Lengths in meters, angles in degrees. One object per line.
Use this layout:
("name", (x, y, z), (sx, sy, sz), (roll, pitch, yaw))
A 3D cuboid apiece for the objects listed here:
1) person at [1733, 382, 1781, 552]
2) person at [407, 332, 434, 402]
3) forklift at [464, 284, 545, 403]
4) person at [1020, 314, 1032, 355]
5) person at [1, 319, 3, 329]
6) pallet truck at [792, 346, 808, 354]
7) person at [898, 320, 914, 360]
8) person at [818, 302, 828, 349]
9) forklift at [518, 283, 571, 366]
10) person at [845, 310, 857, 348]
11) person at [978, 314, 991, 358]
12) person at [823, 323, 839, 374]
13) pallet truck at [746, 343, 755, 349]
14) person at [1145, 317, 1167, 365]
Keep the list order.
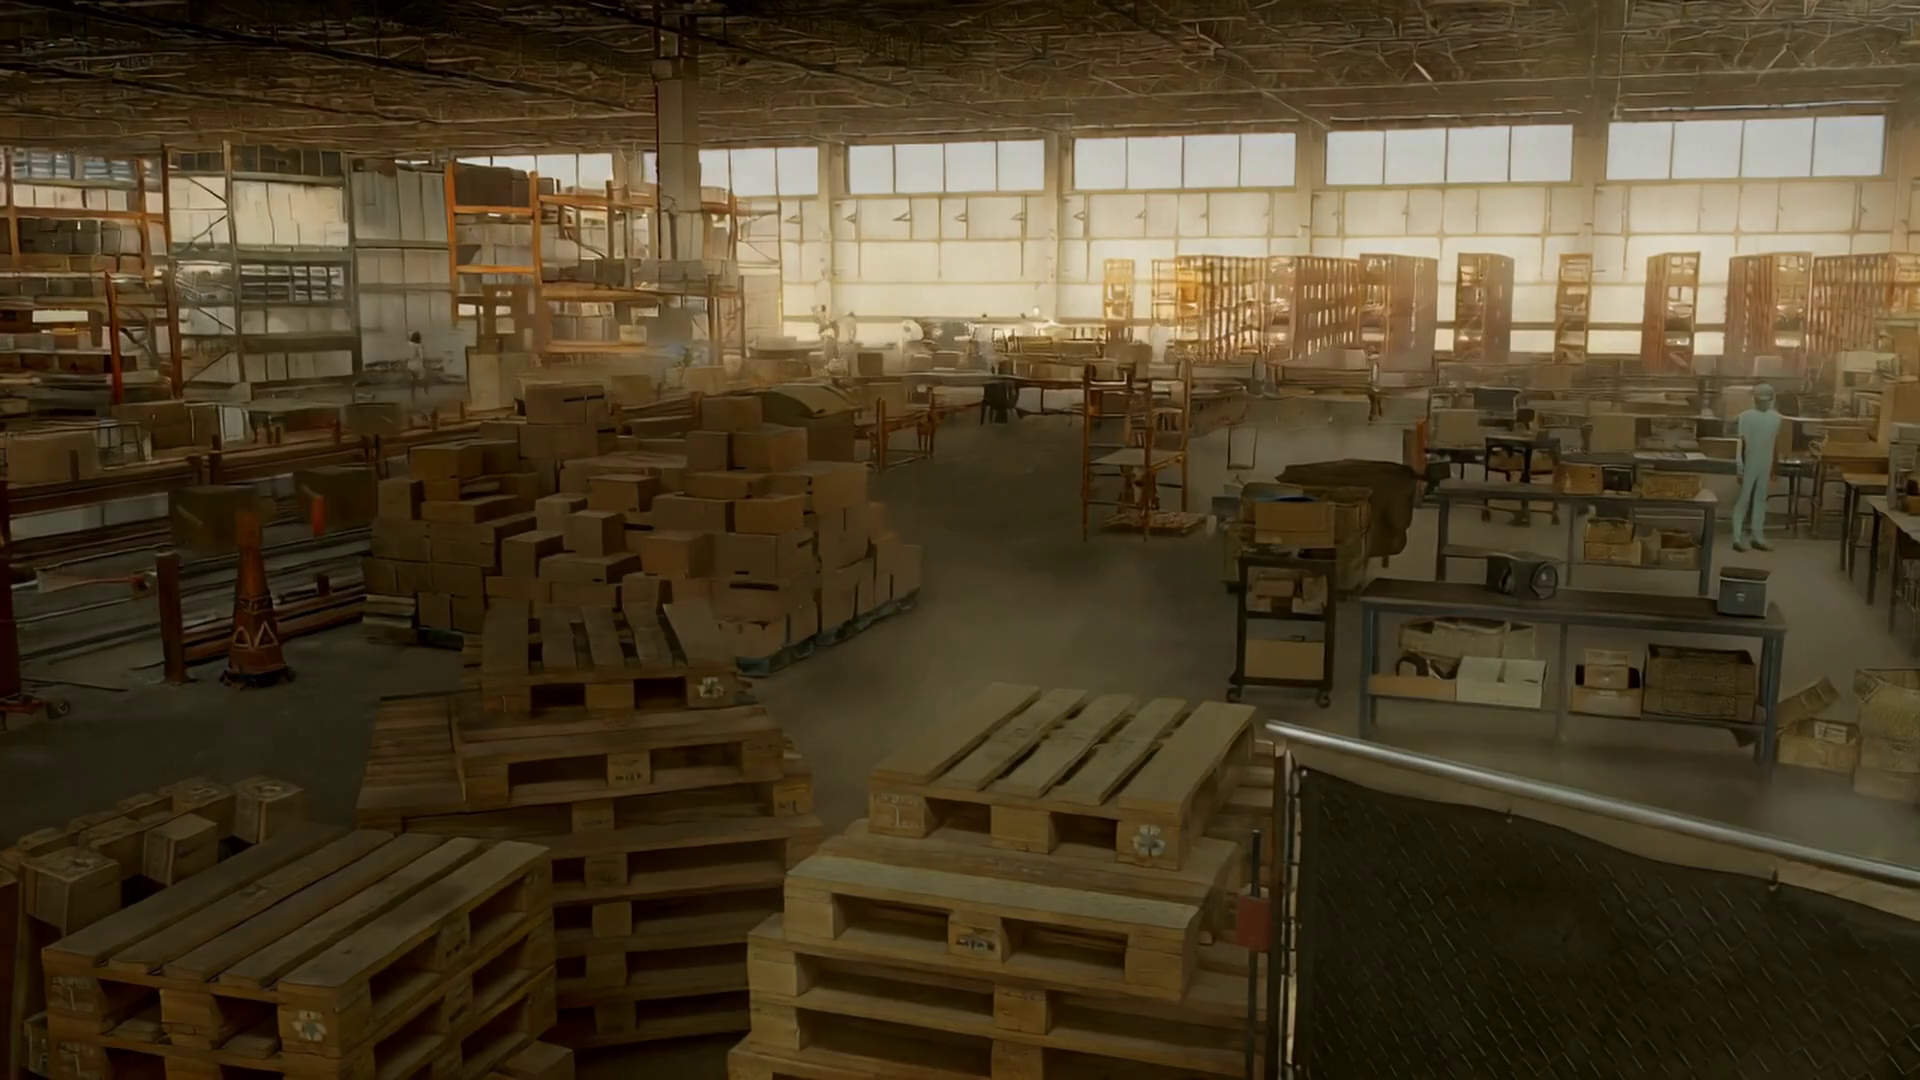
("person", (8.760, -0.796, 18.265), (0.530, 1.866, 0.323), (-1, 9, -7))
("person", (-12.933, -4.144, 39.855), (0.558, 1.668, 0.708), (4, 10, 25))
("forklift", (-10.832, -4.702, 39.610), (1.129, 2.768, 1.873), (3, 10, 20))
("person", (2.145, -6.254, 52.704), (0.810, 1.813, 0.571), (0, 9, 2))
("person", (-26.504, -5.208, 45.898), (0.688, 1.906, 0.418), (5, 10, 26))
("pallet truck", (-3.705, -4.298, 42.022), (0.653, 1.274, 1.630), (3, 10, 20))
("person", (-1.572, -5.282, 46.633), (0.826, 1.803, 0.591), (3, 10, 19))
("person", (-5.557, -8.739, 67.912), (0.376, 1.936, 0.549), (-7, 12, -39))
("forklift", (-11.287, -5.477, 44.478), (1.129, 2.768, 1.873), (3, 10, 20))
("person", (-4.138, -7.829, 62.848), (0.497, 1.726, 0.417), (-8, 12, -41))
("person", (0.790, -6.556, 54.780), (0.339, 1.752, 0.564), (7, 12, 39))
("person", (-3.079, -4.107, 38.861), (0.740, 1.928, 0.625), (2, 9, 12))
("pallet truck", (-6.183, -4.618, 44.264), (1.601, 1.201, 0.680), (-9, 12, -43))
("person", (5.453, -5.251, 46.186), (0.672, 1.877, 0.531), (-7, 11, -36))
